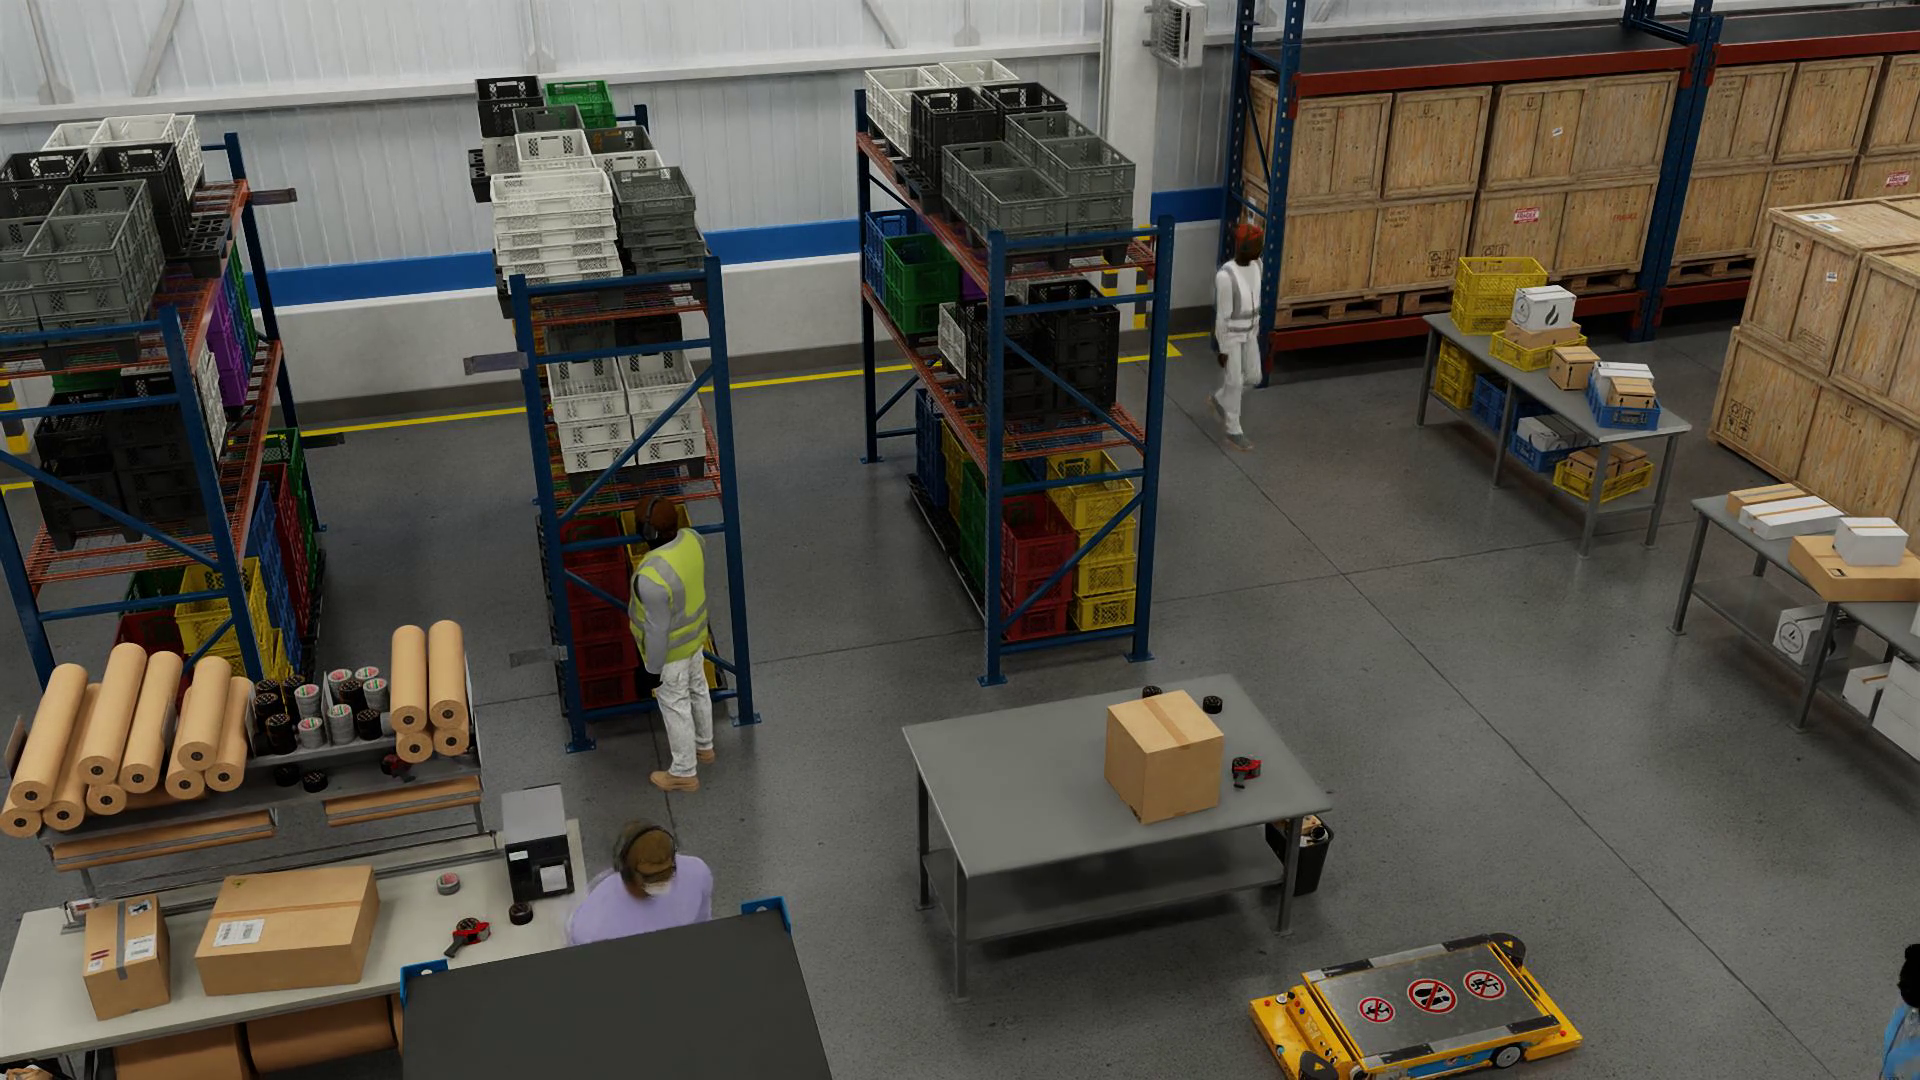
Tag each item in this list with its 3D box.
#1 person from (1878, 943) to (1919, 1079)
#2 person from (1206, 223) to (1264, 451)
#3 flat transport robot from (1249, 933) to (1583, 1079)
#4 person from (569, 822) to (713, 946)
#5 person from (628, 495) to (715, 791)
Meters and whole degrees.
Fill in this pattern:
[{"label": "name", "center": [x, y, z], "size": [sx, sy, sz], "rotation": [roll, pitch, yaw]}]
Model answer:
[{"label": "person", "center": [3.841, 2.296, 6.521], "size": [0.686, 1.655, 0.535], "rotation": [11, 31, 19]}, {"label": "person", "center": [2.252, -1.655, 13.503], "size": [0.604, 1.862, 0.533], "rotation": [-22, 36, -35]}, {"label": "flat transport robot", "center": [2.184, 2.282, 7.980], "size": [1.431, 0.197, 0.652], "rotation": [-8, 30, -14]}, {"label": "person", "center": [-1.349, 1.874, 7.036], "size": [0.639, 1.911, 0.795], "rotation": [-20, 35, -32]}, {"label": "person", "center": [-1.649, 0.580, 9.459], "size": [0.429, 1.841, 0.634], "rotation": [8, 30, 14]}]
